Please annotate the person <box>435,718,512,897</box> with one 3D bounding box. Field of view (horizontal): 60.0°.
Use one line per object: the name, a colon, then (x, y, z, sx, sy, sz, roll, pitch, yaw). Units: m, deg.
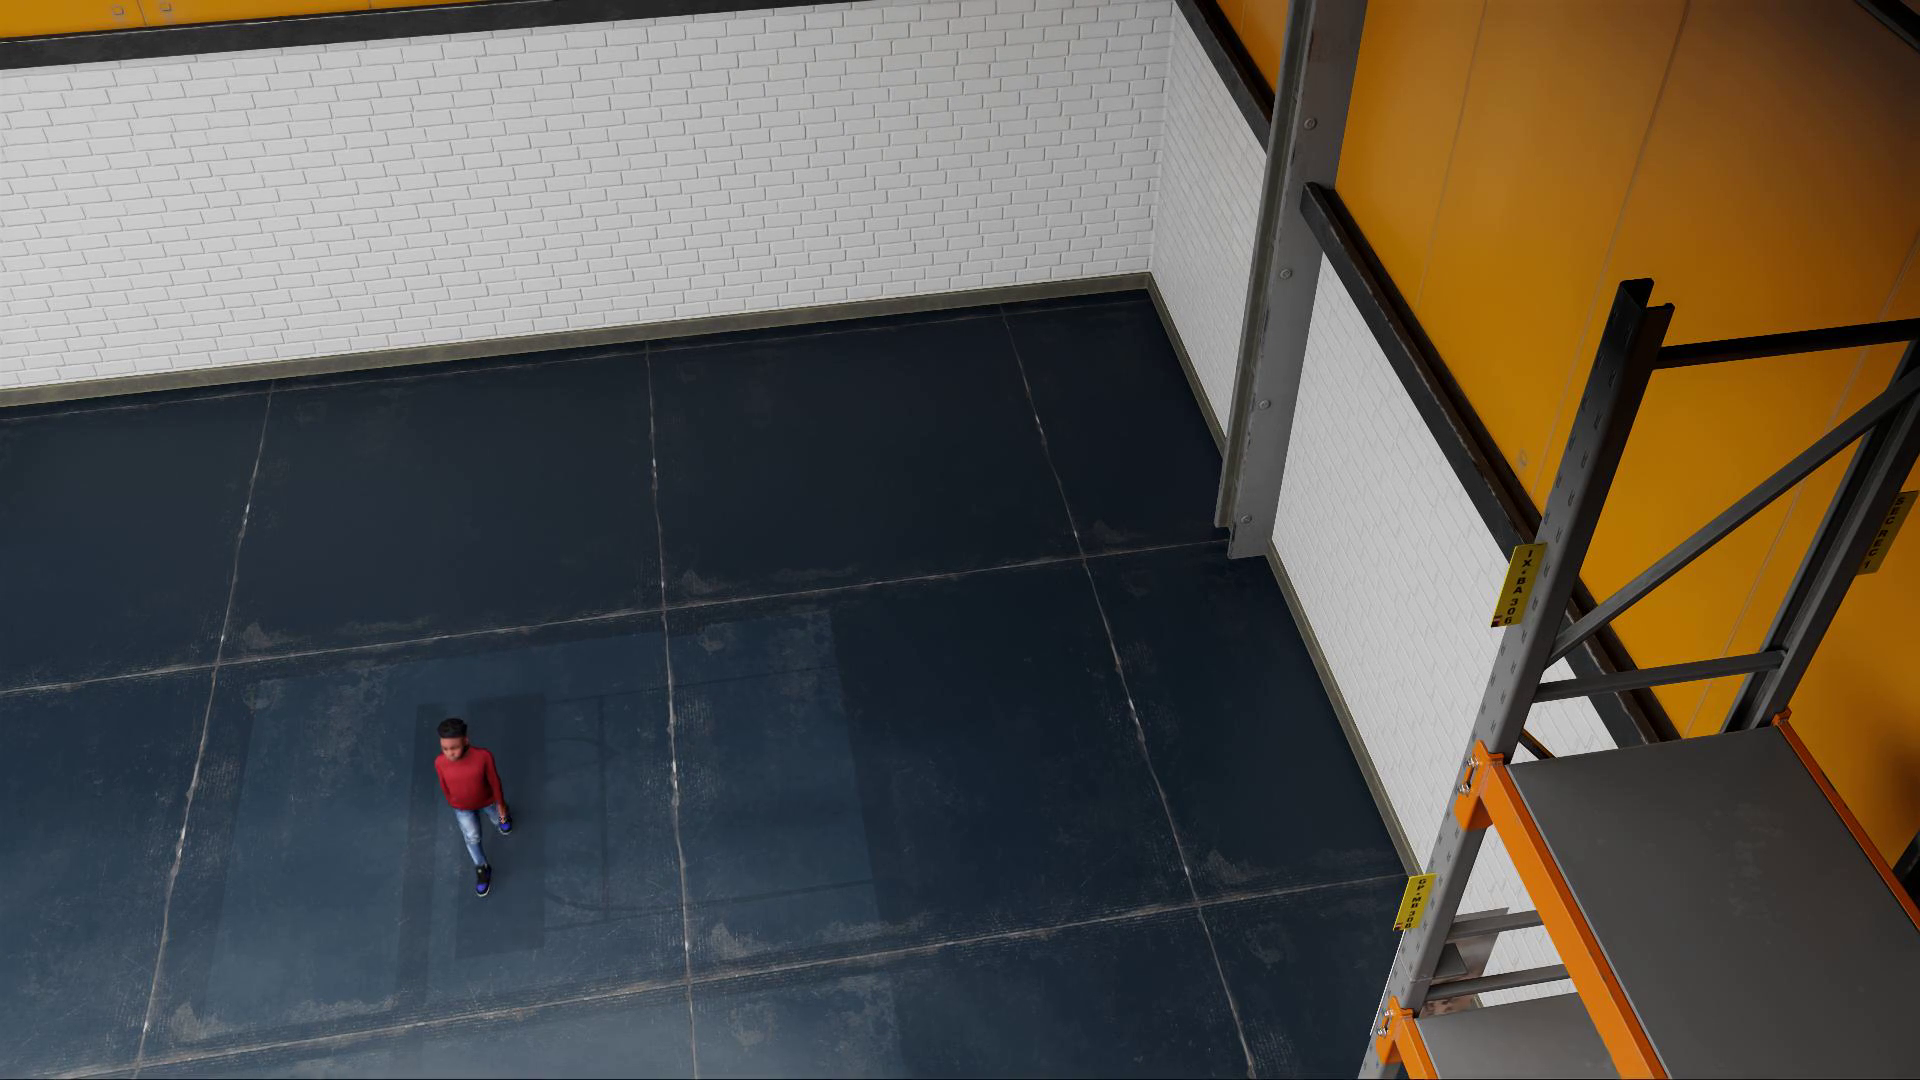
person: (-2.813, 1.448, 9.694, 0.499, 1.240, 0.816, -8, 44, -8)
